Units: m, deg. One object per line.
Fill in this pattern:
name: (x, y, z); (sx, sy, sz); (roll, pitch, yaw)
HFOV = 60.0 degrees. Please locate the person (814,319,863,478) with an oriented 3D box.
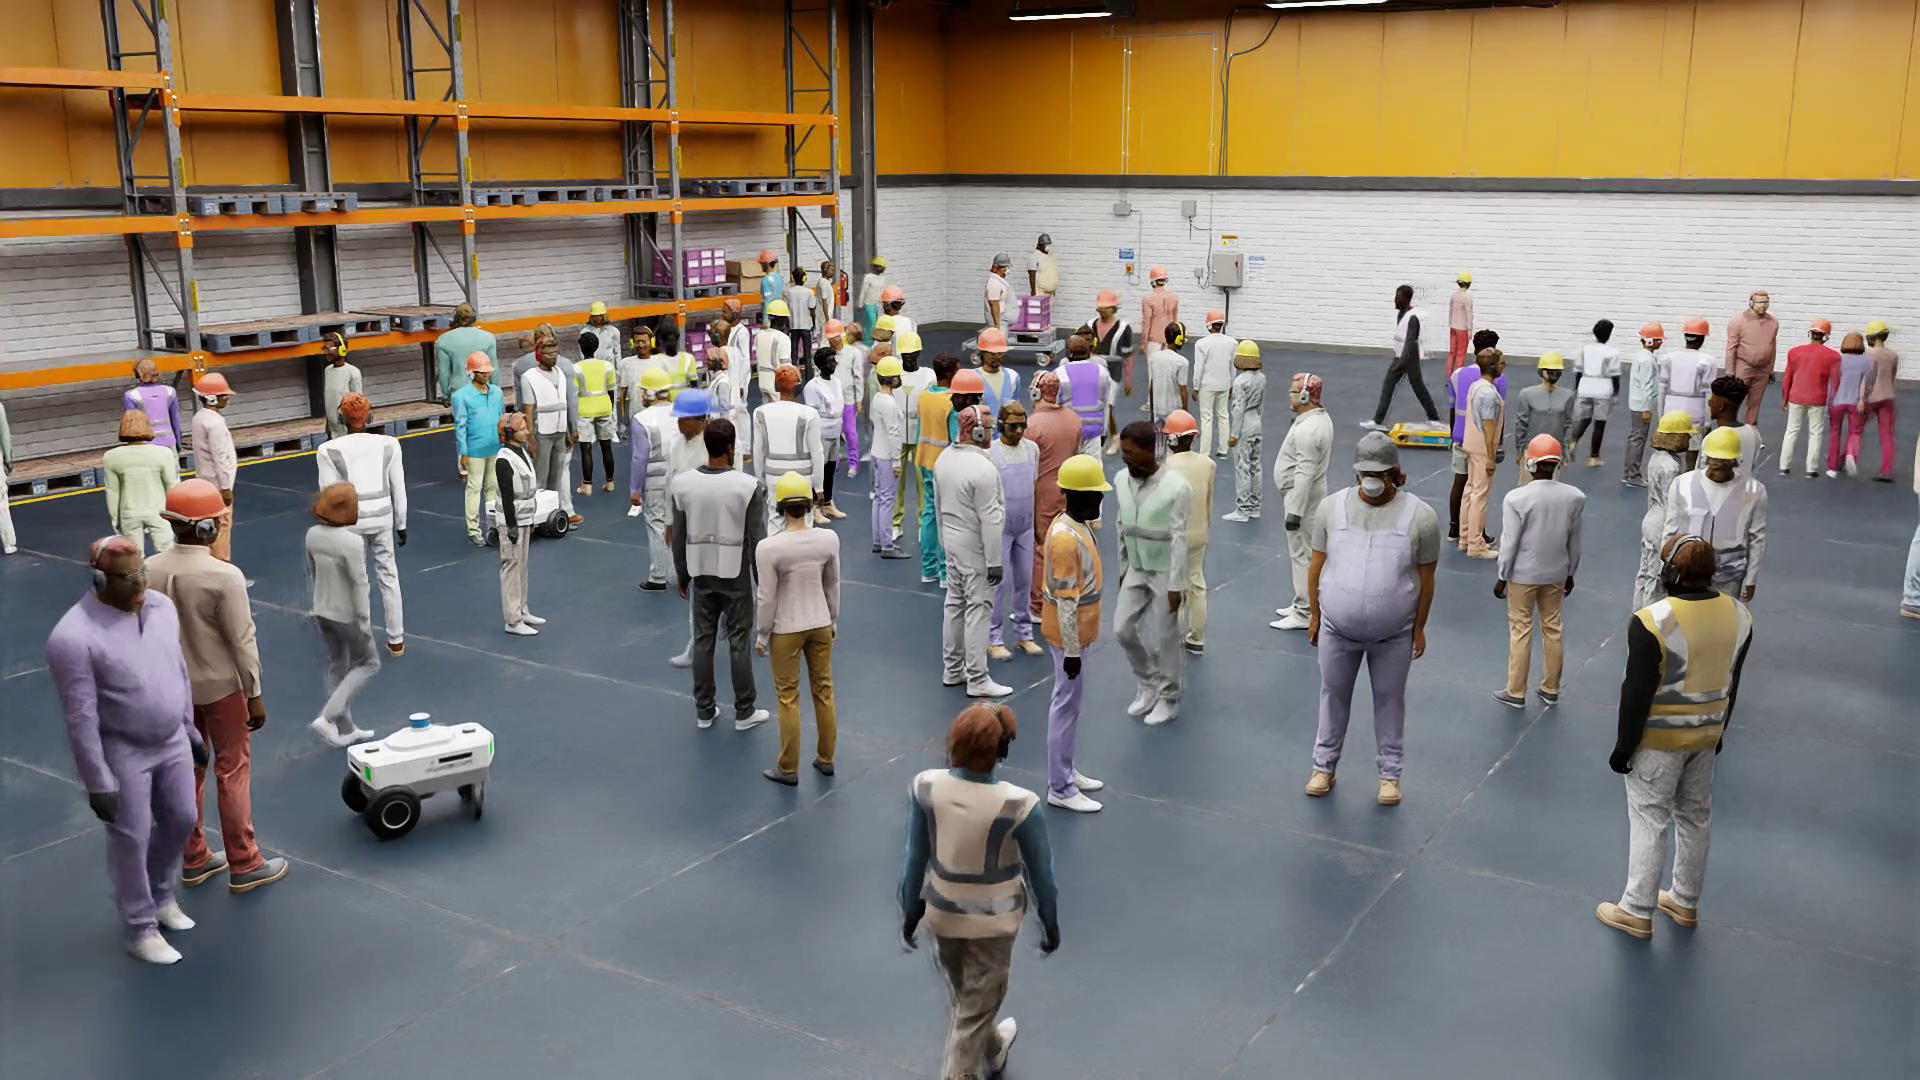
person: (-1.336, -1.551, 18.200); (0.575, 1.737, 0.355); (4, 14, 16)

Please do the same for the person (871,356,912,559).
person: (-0.617, -0.720, 14.527); (0.309, 1.772, 0.525); (-4, 14, -17)

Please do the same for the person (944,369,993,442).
person: (0.070, -0.303, 12.345); (0.372, 1.939, 0.544); (-1, 13, -3)

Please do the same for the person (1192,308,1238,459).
person: (2.925, -1.793, 19.212); (0.571, 1.751, 0.329); (-6, 14, -23)

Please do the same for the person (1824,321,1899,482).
person: (9.901, -1.520, 18.129); (0.580, 1.693, 0.917); (-3, 13, -12)

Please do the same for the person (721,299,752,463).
person: (-2.578, -1.814, 19.023); (0.355, 1.883, 0.575); (-7, 15, -27)

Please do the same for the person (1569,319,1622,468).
person: (7.133, -1.636, 18.692); (0.406, 1.688, 0.544); (-10, 16, -37)

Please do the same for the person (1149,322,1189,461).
person: (2.099, -1.255, 16.670); (0.344, 1.856, 0.526); (-11, 17, -40)

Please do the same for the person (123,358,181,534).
person: (-7.475, -0.867, 15.447); (0.310, 1.638, 0.523); (9, 16, 34)

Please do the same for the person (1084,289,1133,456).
person: (1.688, -1.896, 19.157); (0.613, 1.997, 1.061); (9, 16, 35)

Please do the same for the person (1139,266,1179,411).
person: (2.724, -2.762, 22.884); (0.611, 1.996, 0.387); (-8, 15, -30)

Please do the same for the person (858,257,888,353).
person: (-1.540, -4.168, 29.578); (0.696, 1.707, 0.547); (9, 16, 33)

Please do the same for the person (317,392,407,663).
person: (-4.125, -0.087, 11.526); (0.584, 1.882, 0.346); (-9, 16, -35)

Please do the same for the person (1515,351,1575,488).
person: (5.231, -0.811, 14.921); (0.523, 1.772, 0.301); (-1, 13, -4)

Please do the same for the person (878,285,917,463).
person: (-0.763, -1.856, 18.852); (0.381, 2.041, 0.616); (10, 16, 37)

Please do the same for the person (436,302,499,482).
person: (-5.276, -1.586, 17.909); (0.627, 1.940, 0.373); (-4, 14, -16)

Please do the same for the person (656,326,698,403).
person: (-3.146, -1.522, 18.240); (0.525, 1.662, 0.845); (-6, 14, -25)

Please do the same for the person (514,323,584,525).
person: (-3.880, -1.082, 15.723); (0.630, 1.940, 0.372); (4, 13, 15)

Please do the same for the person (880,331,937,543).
person: (-0.451, -0.932, 15.097); (0.587, 1.928, 0.363); (2, 13, 9)

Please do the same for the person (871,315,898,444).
person: (-0.849, -1.659, 18.690); (0.323, 1.728, 0.488); (0, 13, 2)

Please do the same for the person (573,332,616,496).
person: (-3.805, -1.303, 17.214); (0.535, 1.697, 0.318); (-10, 16, -36)

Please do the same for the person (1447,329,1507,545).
person: (4.653, -0.920, 14.985); (0.376, 1.958, 0.603); (-8, 15, -32)

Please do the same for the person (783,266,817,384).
person: (-2.372, -3.129, 24.755); (0.514, 1.872, 0.328); (3, 13, 12)

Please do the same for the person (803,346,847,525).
person: (-1.282, -1.004, 15.911); (0.320, 1.697, 0.532); (7, 15, 28)

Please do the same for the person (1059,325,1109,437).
person: (1.198, -1.162, 16.217); (0.518, 1.874, 0.329); (-3, 13, -13)

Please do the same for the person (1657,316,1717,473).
person: (7.151, -1.232, 16.376); (0.374, 1.934, 0.551); (-13, 18, -43)

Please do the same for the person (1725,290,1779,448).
person: (9.494, -2.037, 19.935); (0.645, 1.907, 0.400); (-2, 13, -8)

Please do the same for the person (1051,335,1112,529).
person: (1.108, -1.004, 15.631); (0.627, 1.834, 0.431); (-3, 13, -15)

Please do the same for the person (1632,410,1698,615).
person: (4.940, -0.045, 11.653); (0.294, 1.744, 0.487); (2, 13, 8)

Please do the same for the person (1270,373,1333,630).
person: (2.527, -0.287, 12.345); (0.410, 1.909, 0.642); (5, 14, 19)

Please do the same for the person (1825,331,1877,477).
person: (9.605, -1.444, 17.987); (0.519, 1.607, 0.563); (5, 14, 22)

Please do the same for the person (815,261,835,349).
person: (-2.136, -3.528, 26.554); (0.344, 1.839, 0.505); (-2, 13, -8)

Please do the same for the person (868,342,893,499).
person: (-0.781, -1.188, 16.849); (0.274, 1.632, 0.507); (-4, 14, -18)

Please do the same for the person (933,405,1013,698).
person: (0.098, 0.068, 10.803); (0.407, 1.906, 0.655); (-8, 15, -30)

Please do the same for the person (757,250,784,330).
person: (-2.959, -3.479, 25.892); (0.391, 2.040, 0.615); (4, 14, 16)

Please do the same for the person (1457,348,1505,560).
person: (4.582, -0.751, 14.512); (0.365, 1.845, 0.522); (0, 13, 1)

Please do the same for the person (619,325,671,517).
person: (-3.056, -1.157, 16.198); (0.531, 1.870, 0.317); (-2, 13, -10)

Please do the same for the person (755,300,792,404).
person: (-2.026, -1.687, 18.394); (0.396, 1.920, 0.586); (-11, 17, -40)

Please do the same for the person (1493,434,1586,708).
person: (3.662, 0.193, 10.596); (0.572, 1.749, 0.341); (-3, 13, -13)
